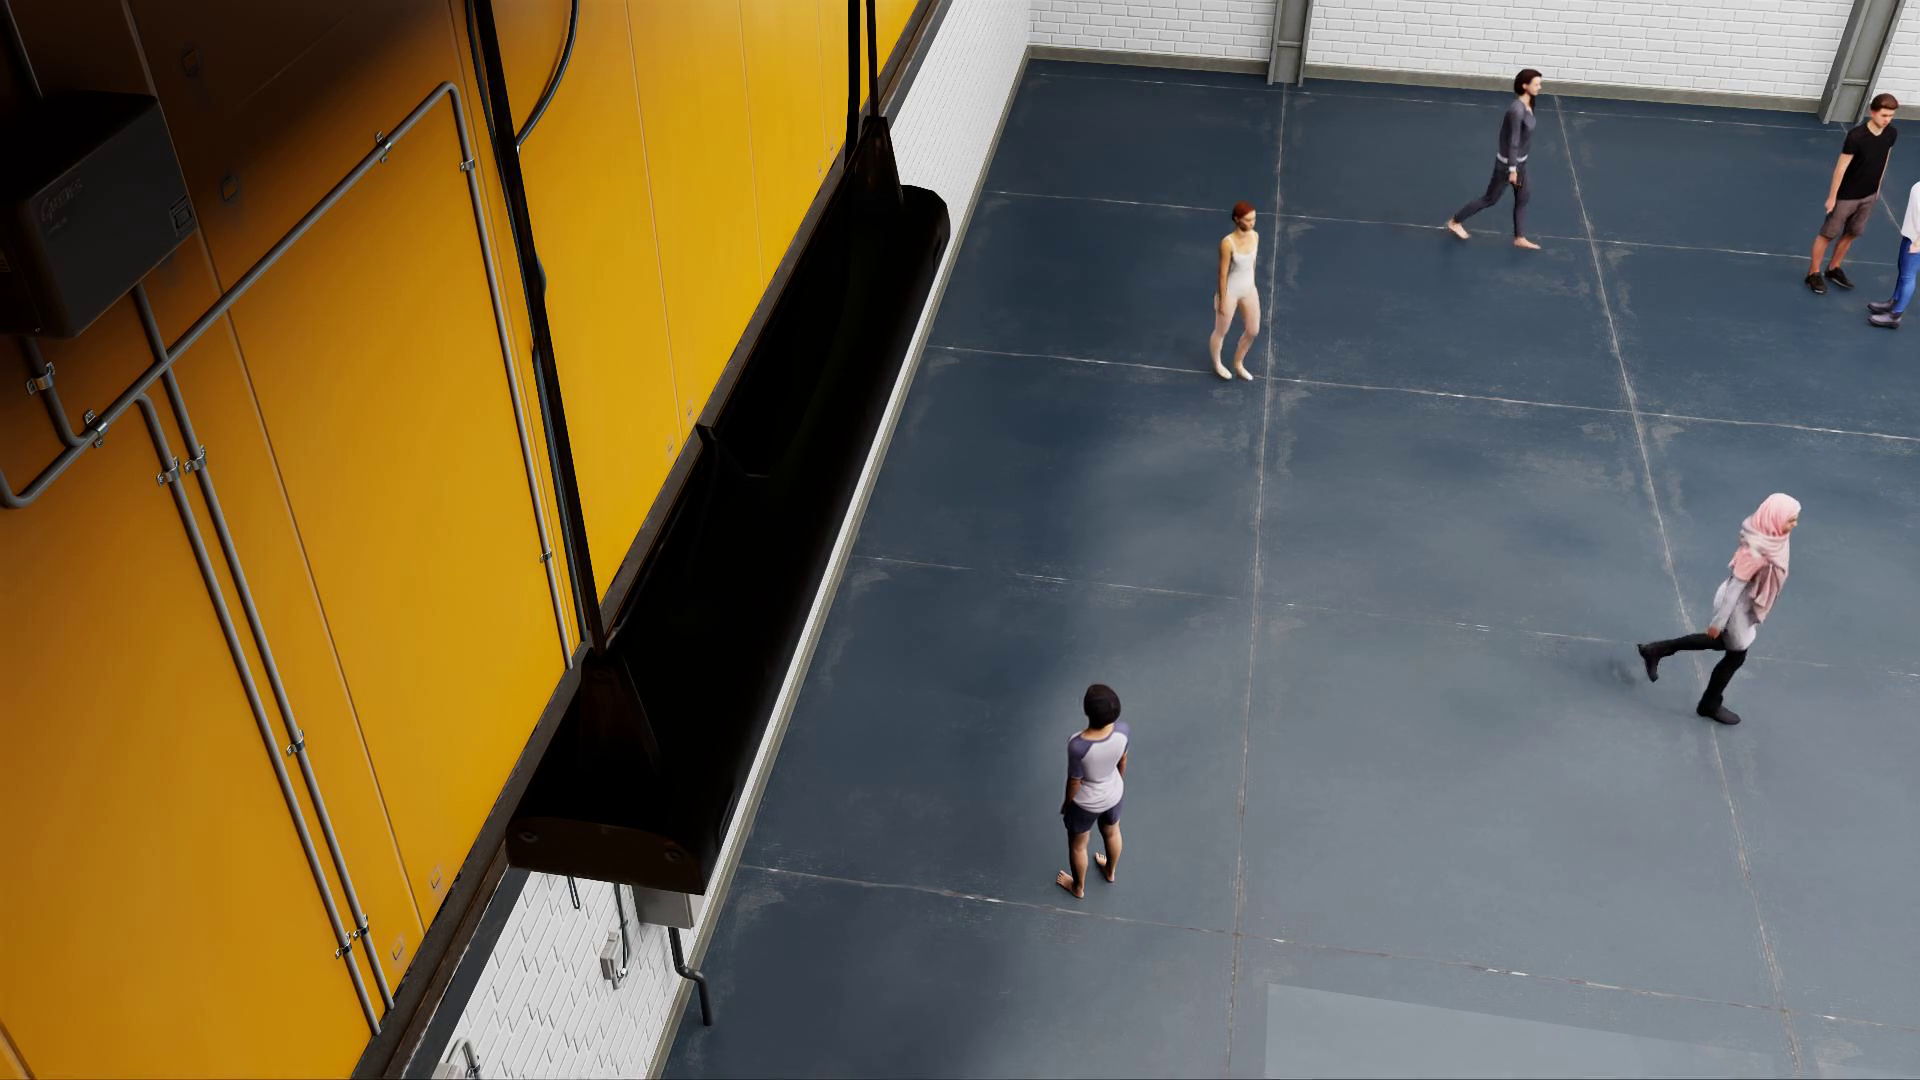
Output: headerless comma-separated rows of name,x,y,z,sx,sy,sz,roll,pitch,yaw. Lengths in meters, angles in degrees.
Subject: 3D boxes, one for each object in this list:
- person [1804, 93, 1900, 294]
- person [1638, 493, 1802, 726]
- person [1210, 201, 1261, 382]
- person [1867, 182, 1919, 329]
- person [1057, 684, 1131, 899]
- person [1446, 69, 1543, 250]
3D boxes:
person,7.988,-3.132,14.867,0.708,1.862,0.848,-9,40,-11
person,4.815,0.398,10.508,1.073,1.785,0.871,26,45,28
person,2.218,-2.074,13.727,0.703,1.631,0.766,-21,43,-24
person,8.286,-2.618,14.366,0.556,1.682,0.610,10,40,13
person,0.760,1.414,9.411,0.636,1.565,0.711,-20,43,-23
person,5.036,-3.528,15.467,1.201,1.731,0.861,18,42,21
